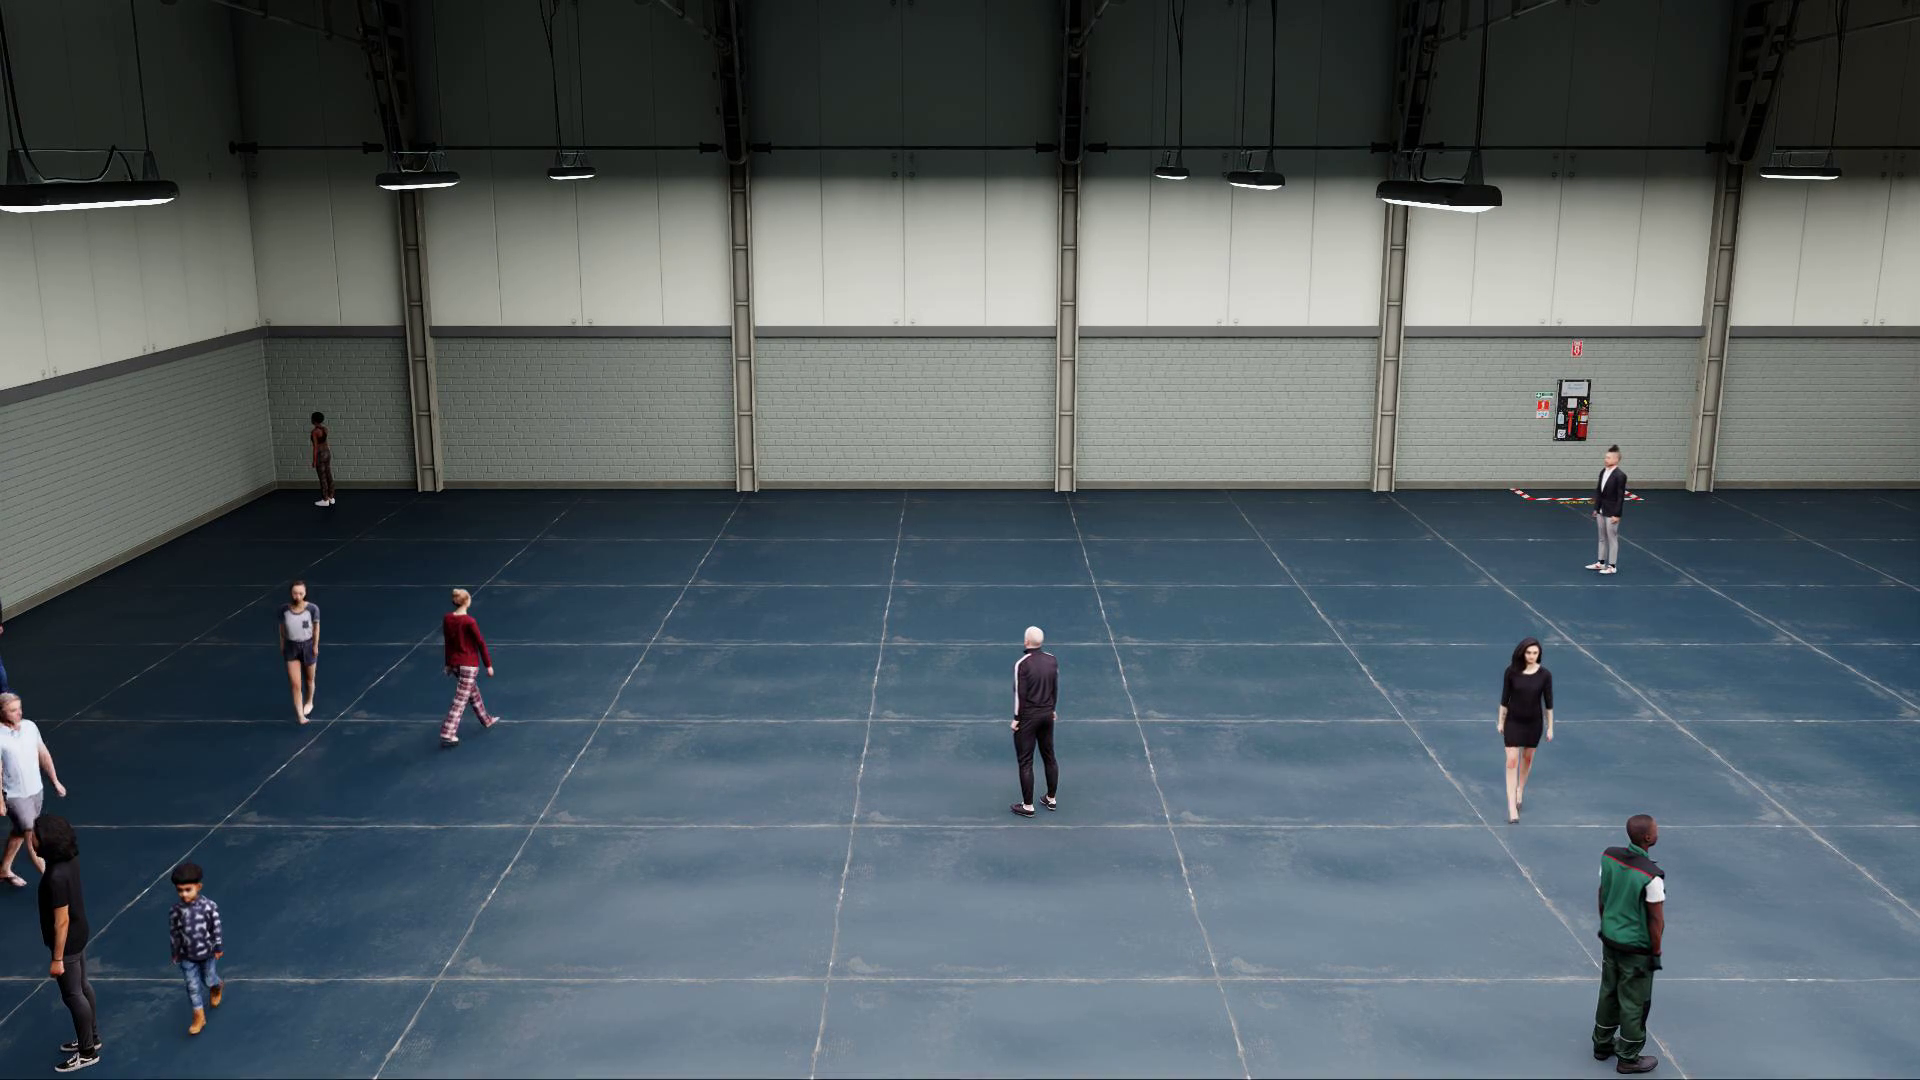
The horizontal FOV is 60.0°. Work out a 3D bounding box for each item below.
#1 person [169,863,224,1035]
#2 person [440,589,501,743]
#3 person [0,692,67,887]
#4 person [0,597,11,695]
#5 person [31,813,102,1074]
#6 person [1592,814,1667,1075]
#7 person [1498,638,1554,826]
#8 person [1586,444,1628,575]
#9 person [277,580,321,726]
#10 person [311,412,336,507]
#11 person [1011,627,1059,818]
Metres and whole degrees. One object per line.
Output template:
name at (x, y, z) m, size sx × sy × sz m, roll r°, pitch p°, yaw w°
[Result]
person at (-5.505, 2.915, 12.020) m, size 0.698 × 1.239 × 0.639 m, roll -3°, pitch 13°, yaw -11°
person at (-5.341, 1.374, 17.770) m, size 1.131 × 1.648 × 1.033 m, roll 7°, pitch 15°, yaw 28°
person at (-8.015, 2.154, 14.084) m, size 1.216 × 1.790 × 0.837 m, roll 3°, pitch 13°, yaw 13°
person at (-11.064, 1.017, 18.764) m, size 0.780 × 1.895 × 0.758 m, roll 9°, pitch 16°, yaw 35°
person at (-6.153, 2.736, 11.465) m, size 0.636 × 1.837 × 0.693 m, roll -4°, pitch 14°, yaw -17°
person at (4.594, 2.747, 11.415) m, size 0.757 × 1.840 × 0.777 m, roll -6°, pitch 14°, yaw -24°
person at (5.343, 1.782, 15.764) m, size 1.116 × 1.757 × 0.887 m, roll 3°, pitch 13°, yaw 14°
person at (9.803, -0.479, 25.081) m, size 0.705 × 1.959 × 0.770 m, roll -4°, pitch 14°, yaw -16°
person at (-7.338, 1.234, 18.467) m, size 0.988 × 1.604 × 0.866 m, roll -3°, pitch 13°, yaw -11°
person at (-11.503, -1.477, 29.964) m, size 0.605 × 1.699 × 0.622 m, roll 3°, pitch 13°, yaw 14°
person at (0.717, 1.719, 15.863) m, size 0.732 × 1.834 × 0.833 m, roll -9°, pitch 16°, yaw -35°
